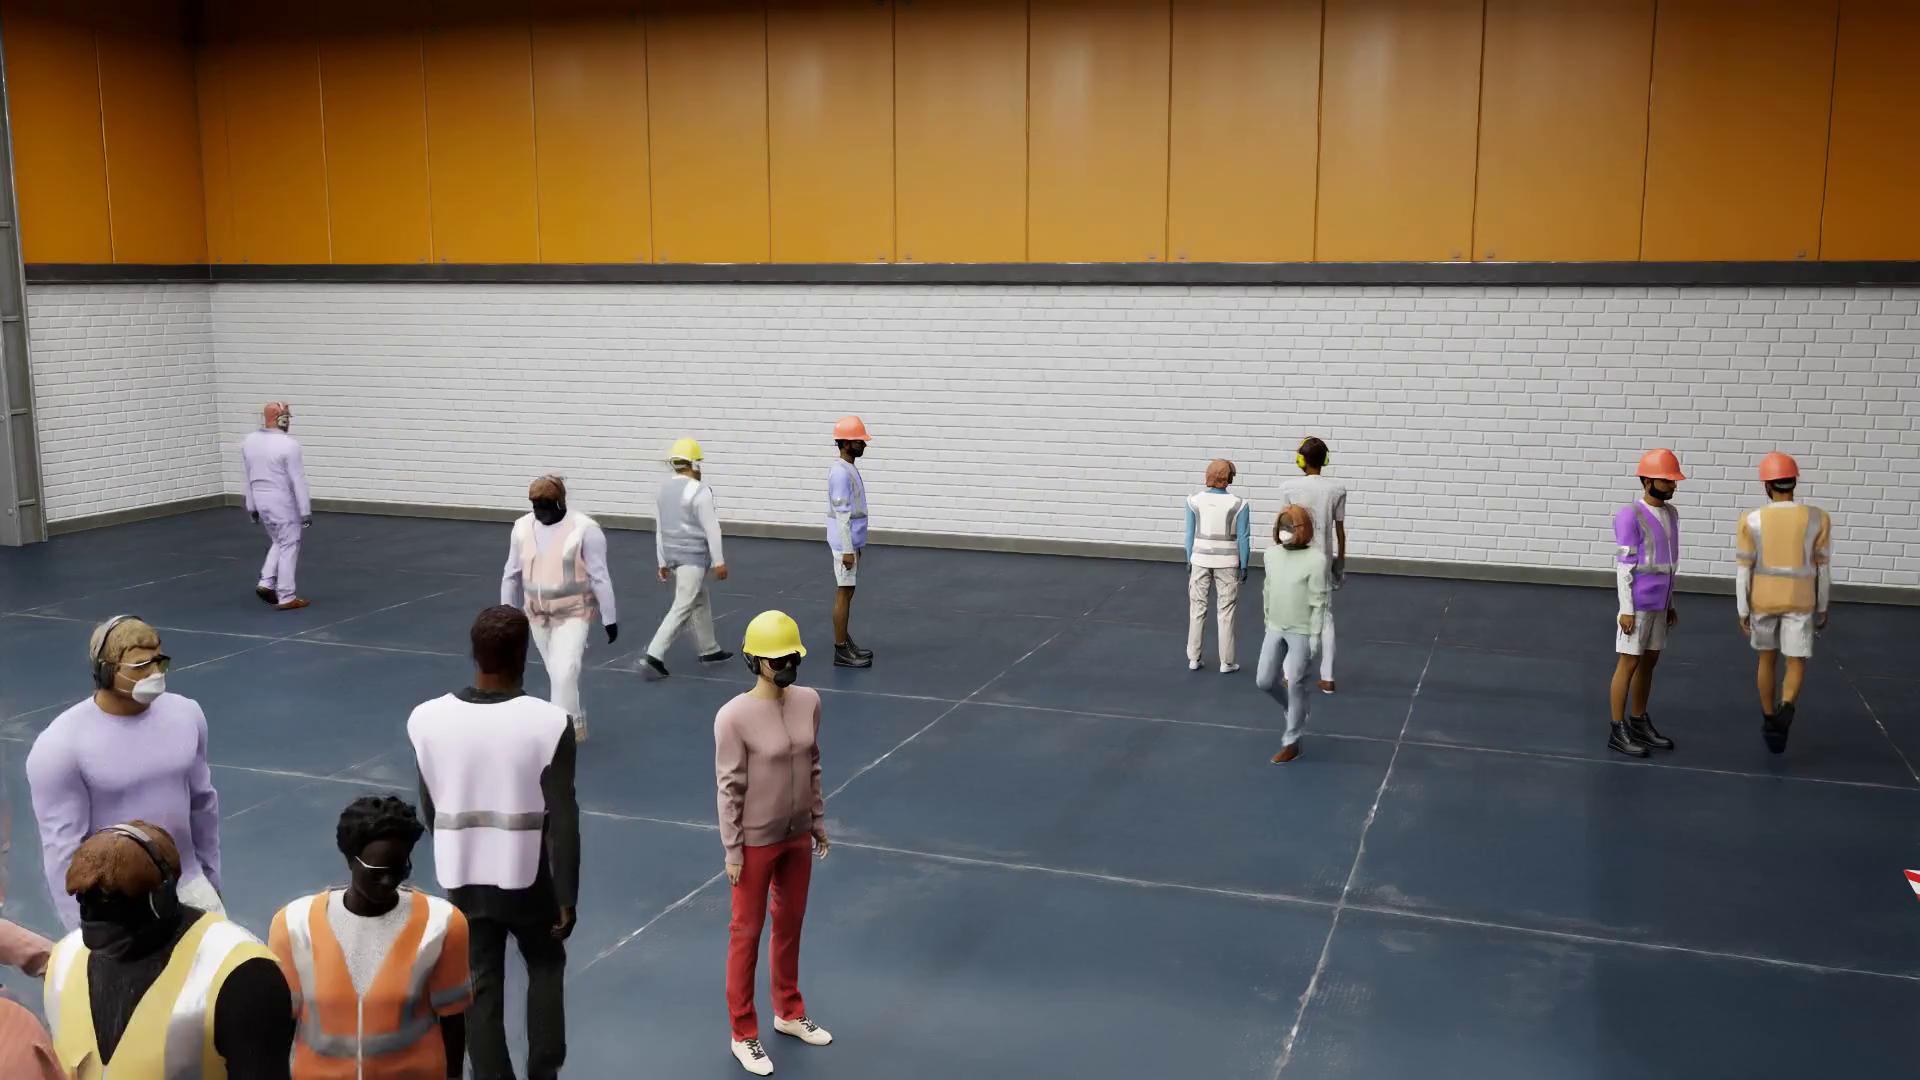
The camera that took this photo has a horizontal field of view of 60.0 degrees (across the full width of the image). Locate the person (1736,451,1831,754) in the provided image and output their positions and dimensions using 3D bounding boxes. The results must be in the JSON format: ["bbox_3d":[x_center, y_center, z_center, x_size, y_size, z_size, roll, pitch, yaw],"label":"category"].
[{"bbox_3d":[5.194,0.398,10.533,0.561,1.905,0.824,5,10,27],"label":"person"}]

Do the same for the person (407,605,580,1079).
[{"bbox_3d":[-1.595,1.166,5.802,0.585,1.893,0.530,0,9,-2],"label":"person"}]

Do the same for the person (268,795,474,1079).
[{"bbox_3d":[-1.602,1.467,4.569,0.548,1.677,0.626,-2,9,-10],"label":"person"}]

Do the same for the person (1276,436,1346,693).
[{"bbox_3d":[2.527,0.181,12.040,0.520,1.856,0.354,0,9,-3],"label":"person"}]

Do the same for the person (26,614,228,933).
[{"bbox_3d":[-2.670,1.197,5.475,0.463,1.932,0.653,5,10,28],"label":"person"}]

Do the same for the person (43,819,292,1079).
[{"bbox_3d":[-1.801,1.501,3.947,0.649,1.821,0.619,2,9,15],"label":"person"}]

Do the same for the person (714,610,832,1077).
[{"bbox_3d":[-0.705,1.136,6.375,0.314,1.768,0.527,7,12,39],"label":"person"}]

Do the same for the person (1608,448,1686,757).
[{"bbox_3d":[4.348,0.386,10.491,0.542,1.938,0.357,-7,11,-36],"label":"person"}]

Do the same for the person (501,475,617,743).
[{"bbox_3d":[-2.528,0.490,10.287,0.729,1.787,0.886,3,10,20],"label":"person"}]

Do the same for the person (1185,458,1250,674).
[{"bbox_3d":[1.939,0.201,12.590,0.515,1.635,0.313,4,10,24],"label":"person"}]

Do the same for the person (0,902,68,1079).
[{"bbox_3d":[-1.941,1.552,3.179,0.815,1.960,0.644,-3,10,-20],"label":"person"}]

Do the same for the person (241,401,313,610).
[{"bbox_3d":[-6.080,-0.306,14.929,0.667,1.888,0.436,5,10,26],"label":"person"}]

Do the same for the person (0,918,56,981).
[{"bbox_3d":[-3.884,1.077,6.416,0.802,1.871,0.659,-7,11,-37],"label":"person"}]

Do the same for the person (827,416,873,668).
[{"bbox_3d":[-0.845,0.009,12.830,0.356,1.938,0.545,0,9,0],"label":"person"}]

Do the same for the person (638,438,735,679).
[{"bbox_3d":[-2.102,0.131,12.549,0.902,1.794,0.595,-8,12,-42],"label":"person"}]

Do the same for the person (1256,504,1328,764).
[{"bbox_3d":[2.068,0.574,10.303,0.406,1.620,0.504,-8,12,-42],"label":"person"}]
